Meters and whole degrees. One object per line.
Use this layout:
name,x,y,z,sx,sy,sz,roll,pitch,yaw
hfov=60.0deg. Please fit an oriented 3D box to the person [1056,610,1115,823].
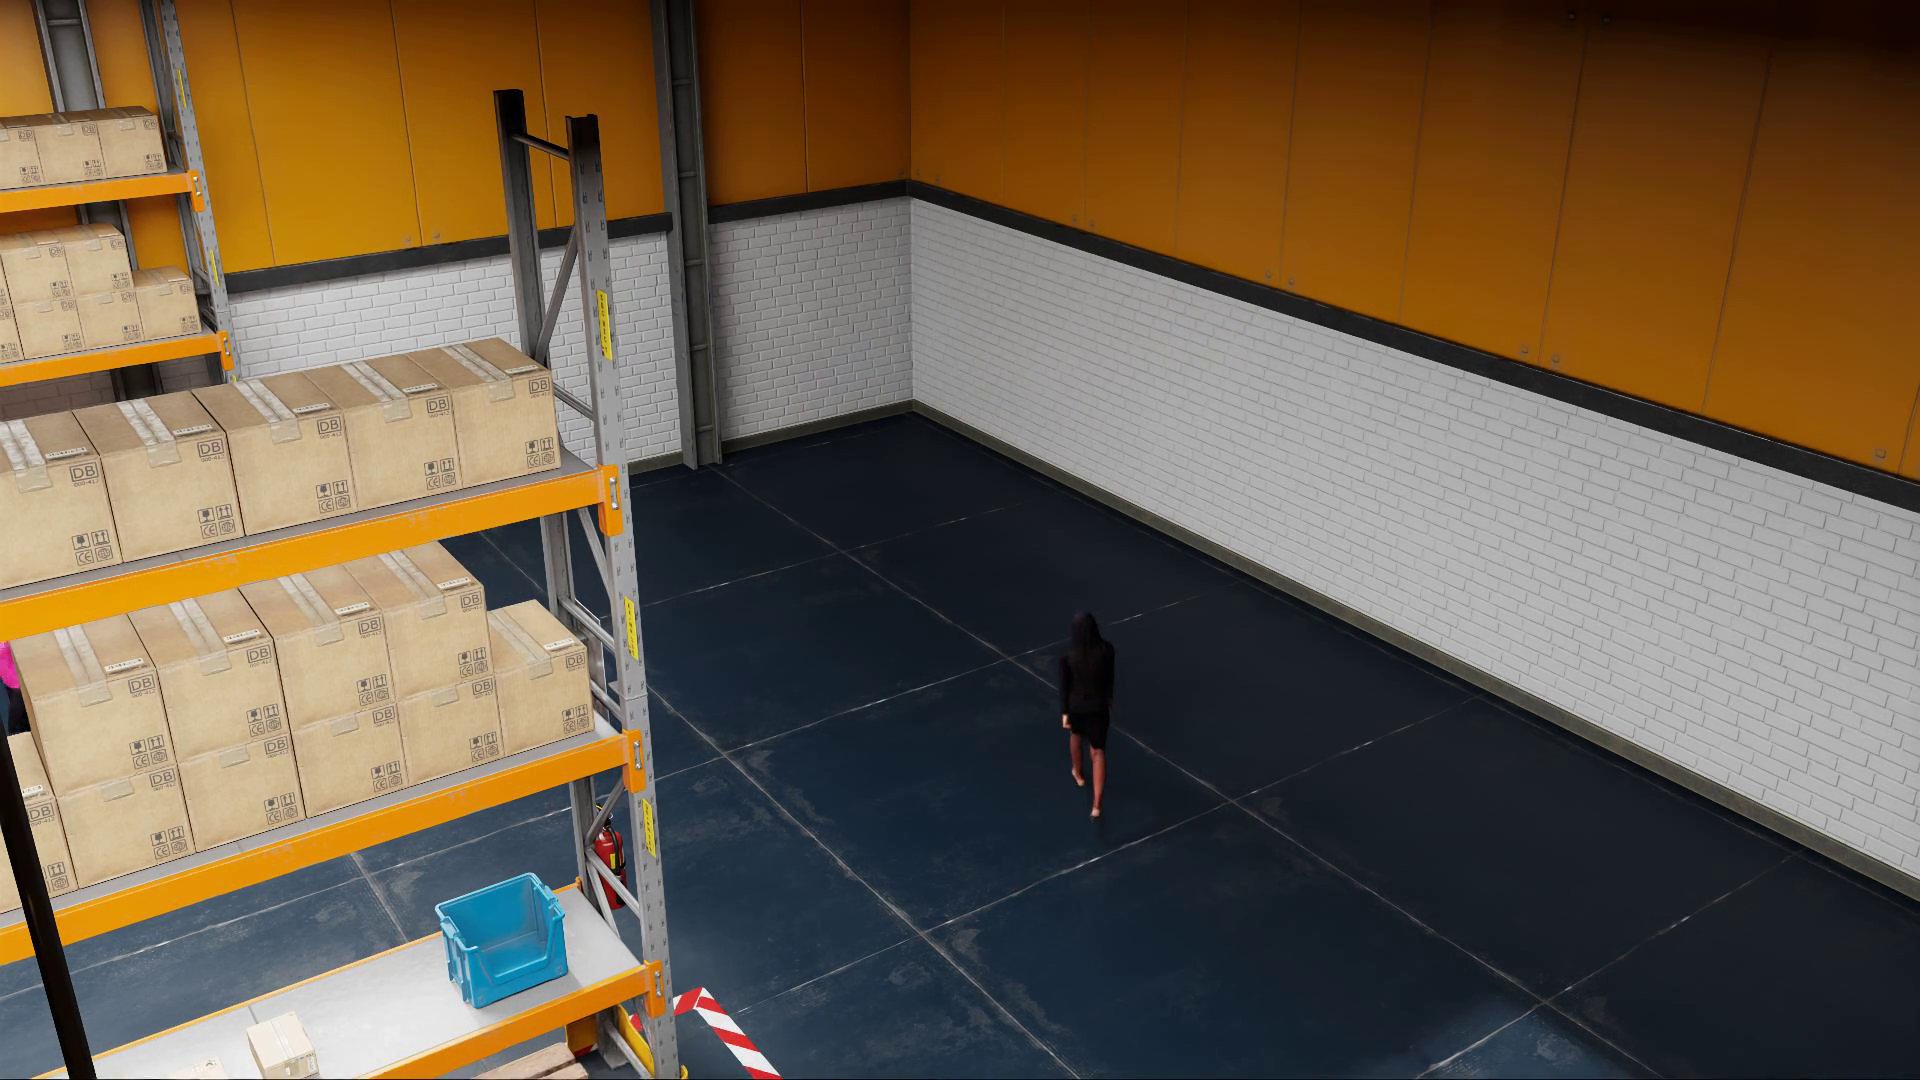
person,1.001,1.376,12.878,1.231,1.672,1.132,0,24,0
